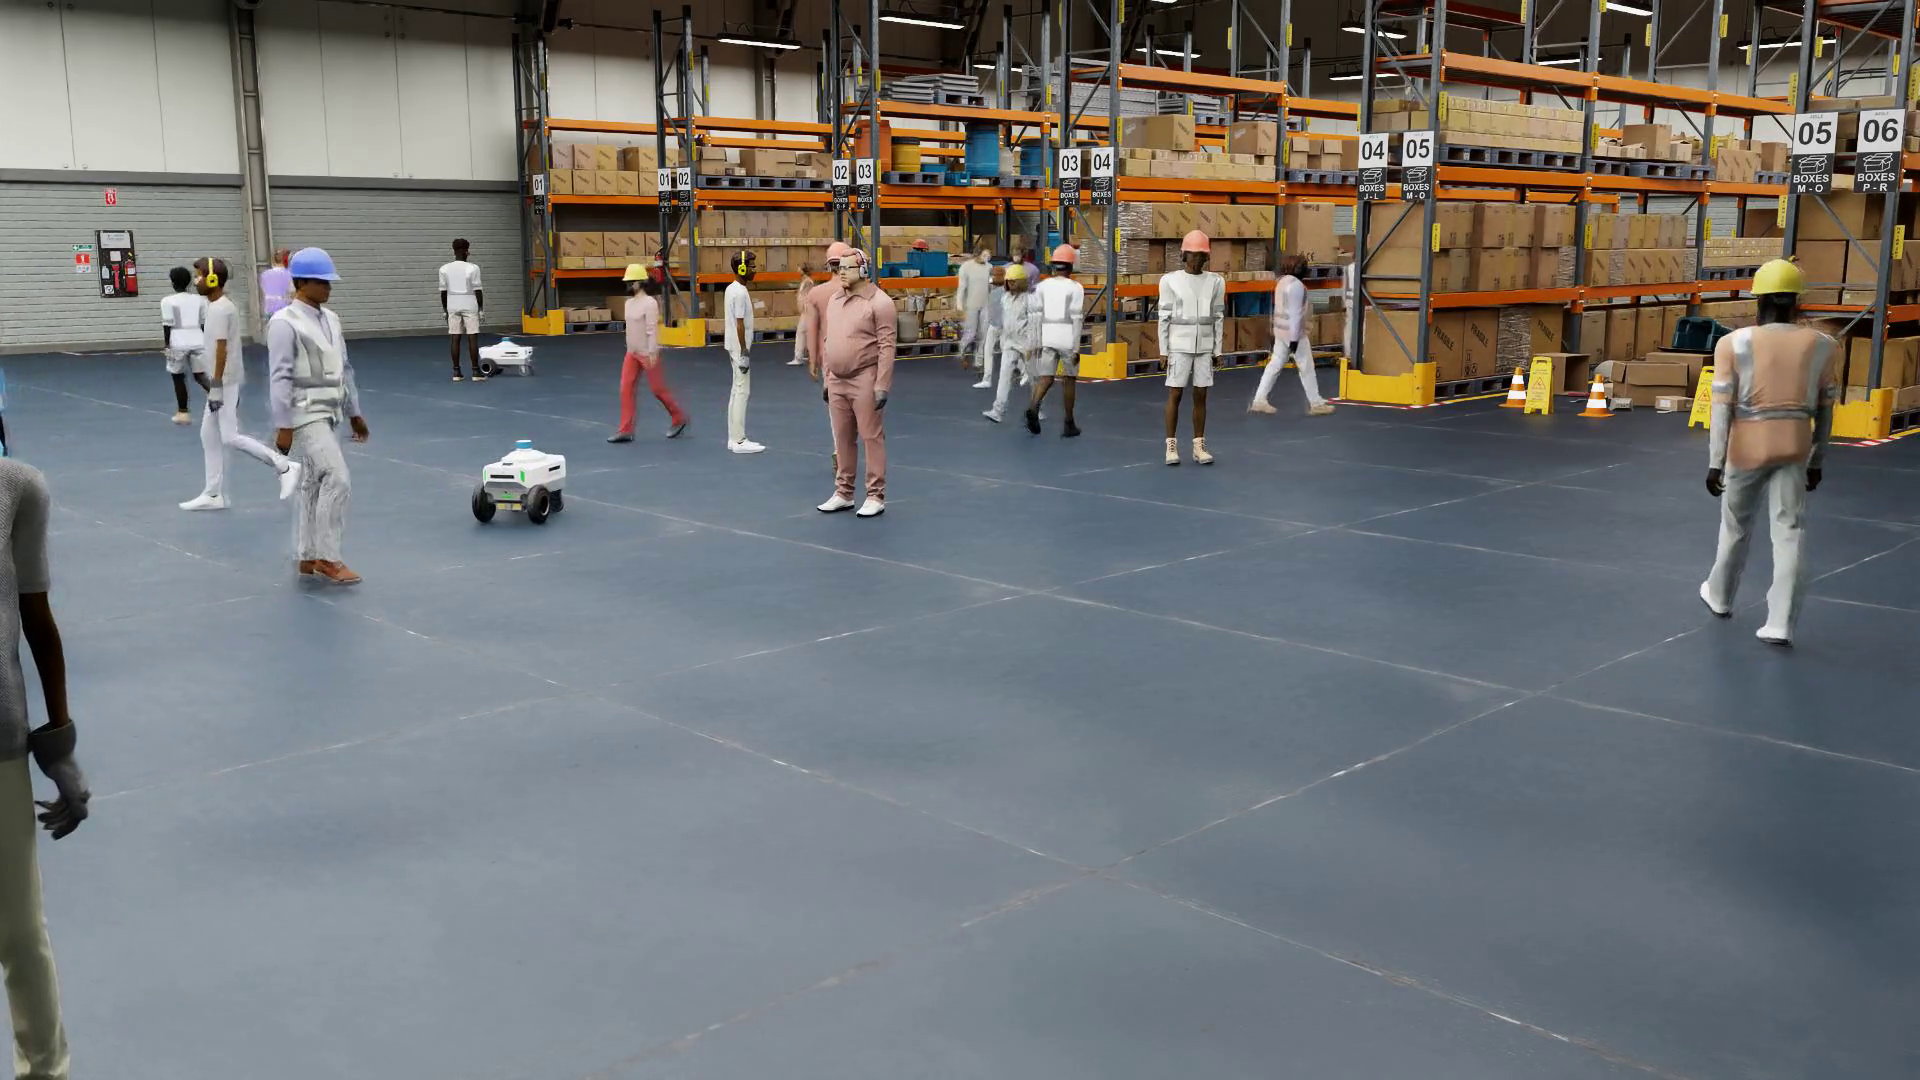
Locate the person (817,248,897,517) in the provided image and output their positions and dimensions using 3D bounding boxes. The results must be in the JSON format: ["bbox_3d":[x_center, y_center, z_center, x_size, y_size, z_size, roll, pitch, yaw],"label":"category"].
[{"bbox_3d":[-0.760,-1.130,11.959,0.640,1.909,0.409,8,13,38],"label":"person"}]

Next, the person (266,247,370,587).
[{"bbox_3d":[-3.616,-0.699,9.550,0.634,1.926,0.618,1,10,4],"label":"person"}]

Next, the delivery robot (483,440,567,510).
[{"bbox_3d":[-3.113,-0.473,11.921,0.477,0.478,0.707,2,11,12],"label":"delivery robot"}]

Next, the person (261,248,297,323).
[{"bbox_3d":[-9.243,-3.050,22.663,0.568,1.829,0.454,3,11,16],"label":"person"}]

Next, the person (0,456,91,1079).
[{"bbox_3d":[-2.077,0.464,3.398,0.510,1.863,0.311,-8,13,-37],"label":"person"}]

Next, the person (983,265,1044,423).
[{"bbox_3d":[0.617,-2.083,17.733,0.499,1.678,0.946,8,13,37],"label":"person"}]

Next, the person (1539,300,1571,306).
[{"bbox_3d":[9.283,-3.638,25.855,0.426,1.821,0.617,-10,14,-44],"label":"person"}]

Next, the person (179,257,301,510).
[{"bbox_3d":[-5.345,-1.151,12.242,0.779,1.848,0.513,-6,12,-29],"label":"person"}]

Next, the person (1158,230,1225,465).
[{"bbox_3d":[2.038,-1.687,14.615,0.608,2.046,0.368,-2,11,-11],"label":"person"}]

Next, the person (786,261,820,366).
[{"bbox_3d":[-2.321,-3.514,25.768,0.714,1.613,0.519,-2,11,-11],"label":"person"}]

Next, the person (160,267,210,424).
[{"bbox_3d":[-8.168,-2.060,17.666,0.662,1.675,0.537,6,12,32],"label":"person"}]

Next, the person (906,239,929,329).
[{"bbox_3d":[-0.741,-4.457,30.019,0.368,1.933,0.552,-9,14,-42],"label":"person"}]

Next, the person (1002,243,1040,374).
[{"bbox_3d":[0.837,-3.404,24.437,0.648,1.885,1.043,2,11,10],"label":"person"}]

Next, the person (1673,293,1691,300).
[{"bbox_3d":[15.214,-5.362,34.980,0.545,1.929,0.389,-1,10,-8],"label":"person"}]

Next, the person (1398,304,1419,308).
[{"bbox_3d":[6.726,-3.491,24.499,0.645,2.024,0.557,10,14,43],"label":"person"}]

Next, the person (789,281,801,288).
[{"bbox_3d":[-3.436,-5.523,36.145,0.610,1.815,0.620,-7,13,-35],"label":"person"}]

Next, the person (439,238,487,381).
[{"bbox_3d":[-6.885,-3.192,23.061,0.600,1.958,0.379,1,10,5],"label":"person"}]

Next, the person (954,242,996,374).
[{"bbox_3d":[0.212,-3.383,24.278,0.689,1.899,0.556,-6,12,-30],"label":"person"}]

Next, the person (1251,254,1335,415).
[{"bbox_3d":[3.735,-2.304,18.682,0.945,1.797,0.639,-2,11,-9],"label":"person"}]

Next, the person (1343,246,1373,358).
[{"bbox_3d":[6.196,-3.617,25.684,0.598,1.837,0.952,9,13,39],"label":"person"}]

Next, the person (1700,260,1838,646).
[{"bbox_3d":[4.042,-0.455,8.352,0.608,1.873,1.015,1,10,8],"label":"person"}]

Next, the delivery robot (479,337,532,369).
[{"bbox_3d":[-6.522,-2.669,23.898,0.707,0.478,0.477,0,10,-1],"label":"delivery robot"}]

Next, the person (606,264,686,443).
[{"bbox_3d":[-3.084,-1.847,16.342,0.530,1.731,0.852,10,14,42],"label":"person"}]

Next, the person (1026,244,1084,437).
[{"bbox_3d":[0.949,-1.967,16.495,0.542,1.923,0.771,7,12,32],"label":"person"}]

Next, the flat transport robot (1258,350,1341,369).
[{"bbox_3d":[5.274,-2.783,25.551,1.431,0.197,0.652,-10,14,-42],"label":"flat transport robot"}]

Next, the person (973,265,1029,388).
[{"bbox_3d":[0.559,-2.822,21.979,0.738,1.609,0.499,-5,12,-27],"label":"person"}]

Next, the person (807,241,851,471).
[{"bbox_3d":[-1.017,-1.584,14.322,0.608,1.958,0.979,2,11,10],"label":"person"}]

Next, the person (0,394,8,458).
[{"bbox_3d":[-5.119,-0.390,8.505,0.360,1.682,0.558,3,11,18],"label":"person"}]

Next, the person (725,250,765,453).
[{"bbox_3d":[-2.022,-1.754,15.501,0.332,1.862,0.500,-3,11,-16],"label":"person"}]
